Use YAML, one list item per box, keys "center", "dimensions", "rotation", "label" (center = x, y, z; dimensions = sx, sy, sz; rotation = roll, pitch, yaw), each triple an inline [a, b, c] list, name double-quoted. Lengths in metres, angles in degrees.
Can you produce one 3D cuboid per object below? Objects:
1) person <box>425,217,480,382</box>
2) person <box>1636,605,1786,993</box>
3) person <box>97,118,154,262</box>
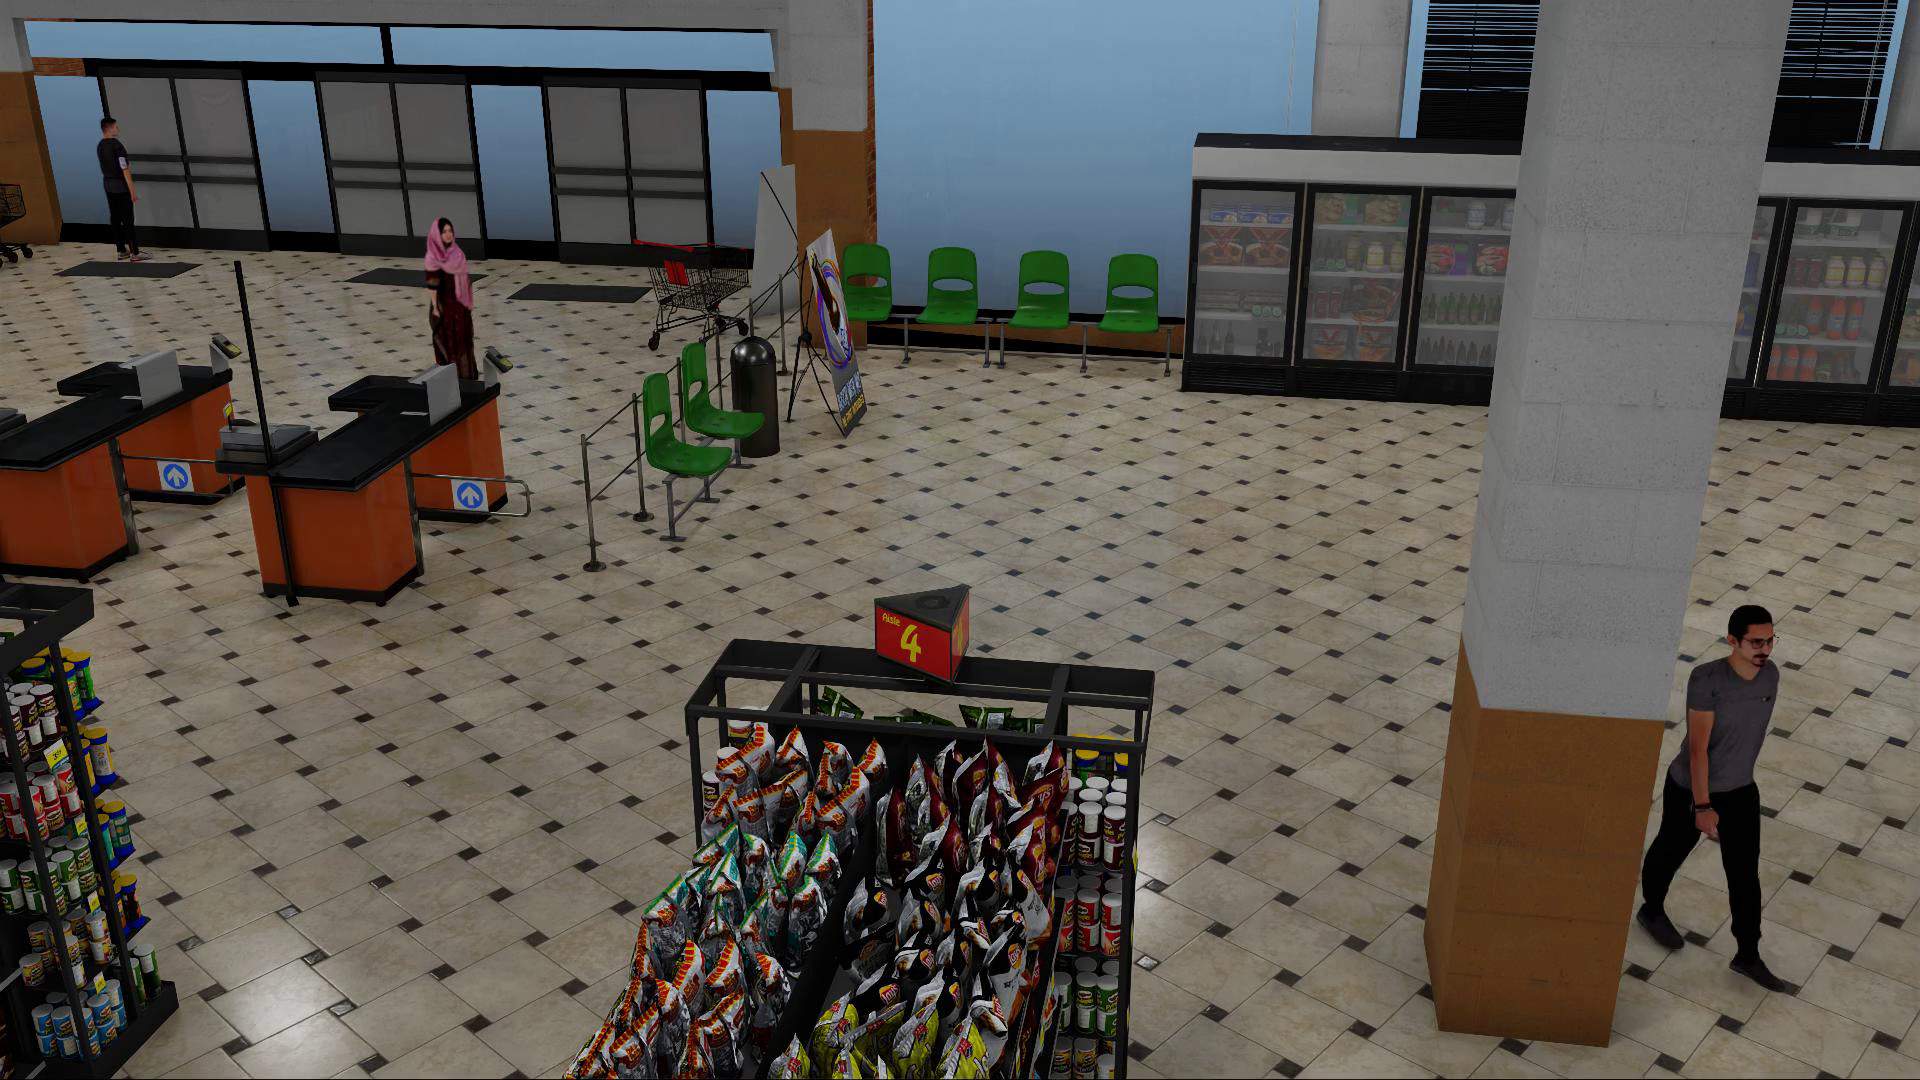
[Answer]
- center: [-4.823, -2.239, 15.716]
  dimensions: [0.799, 1.639, 0.663]
  rotation: [13, 25, 28]
  label: "person"
- center: [3.293, 1.053, 7.401]
  dimensions: [0.851, 1.728, 1.065]
  rotation: [-5, 22, -12]
  label: "person"
- center: [-10.620, -4.419, 20.977]
  dimensions: [0.700, 1.761, 0.670]
  rotation: [12, 25, 28]
  label: "person"
